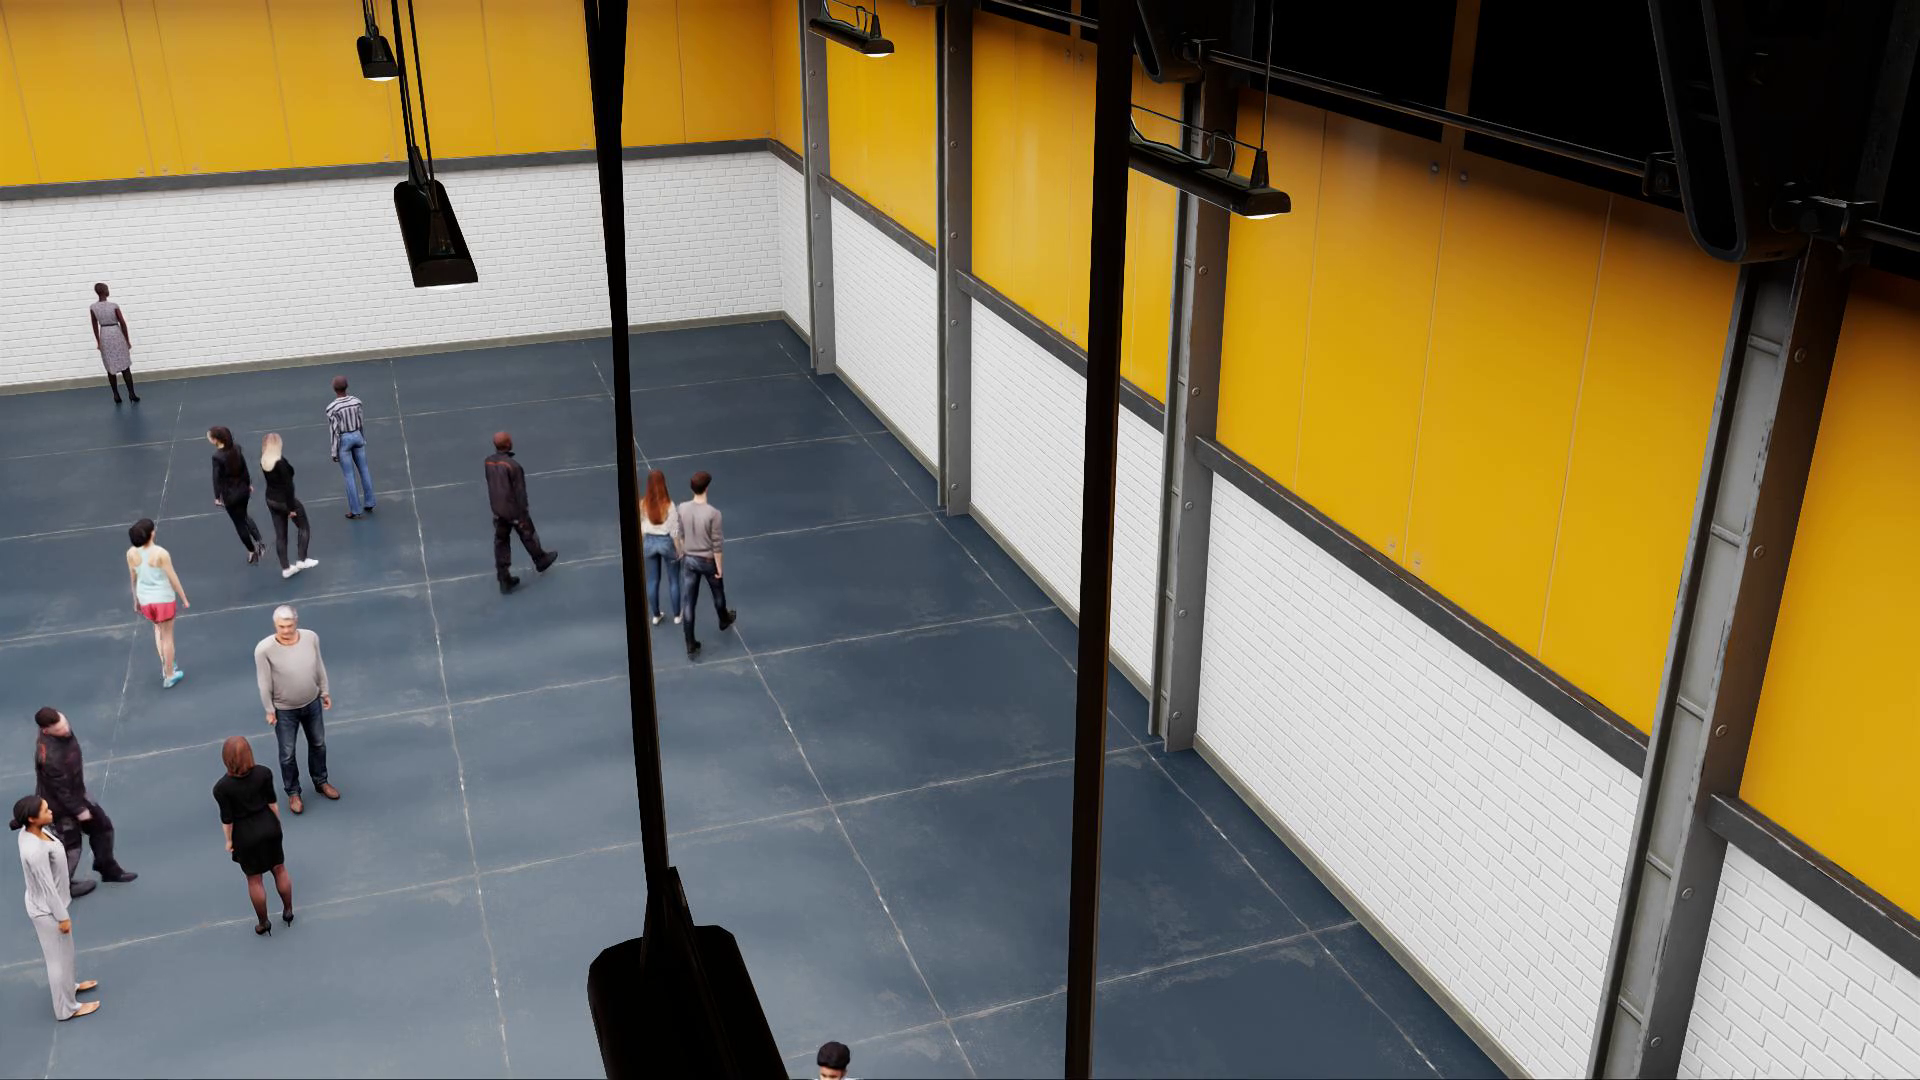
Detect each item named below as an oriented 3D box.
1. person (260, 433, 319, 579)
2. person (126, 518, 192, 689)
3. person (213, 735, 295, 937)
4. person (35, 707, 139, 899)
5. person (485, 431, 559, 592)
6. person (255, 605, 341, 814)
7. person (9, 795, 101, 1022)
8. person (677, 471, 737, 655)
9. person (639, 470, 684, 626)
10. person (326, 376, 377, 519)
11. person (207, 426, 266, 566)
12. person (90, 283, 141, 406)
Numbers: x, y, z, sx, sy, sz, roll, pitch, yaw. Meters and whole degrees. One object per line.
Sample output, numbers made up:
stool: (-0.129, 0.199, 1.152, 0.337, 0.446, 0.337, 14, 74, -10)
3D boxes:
person: (-7.632, -0.355, 18.556, 0.787, 1.673, 0.849, 11, 26, 24)
person: (-7.837, 0.639, 16.176, 0.737, 1.757, 0.776, 1, 24, 2)
person: (-5.331, 2.233, 12.592, 0.654, 1.706, 0.629, -21, 31, -39)
person: (-7.018, 2.023, 12.960, 0.892, 1.797, 0.856, -10, 26, -22)
person: (-5.011, -0.291, 18.252, 1.133, 1.799, 1.199, 10, 26, 22)
person: (-5.696, 1.396, 14.269, 0.811, 1.898, 0.772, -19, 30, -37)
person: (-6.453, 2.578, 11.772, 0.724, 1.732, 0.547, -14, 27, -29)
person: (-2.675, 0.266, 16.897, 1.131, 1.864, 1.304, 6, 24, 13)
person: (-3.163, 0.085, 17.482, 0.679, 1.726, 0.697, 4, 24, 9)
person: (-7.393, -1.132, 20.178, 0.717, 1.796, 0.696, 15, 28, 31)
person: (-8.141, -0.477, 18.808, 0.782, 1.693, 0.719, 11, 26, 24)
person: (-12.282, -2.844, 24.106, 0.666, 1.788, 0.608, -2, 24, -6)
